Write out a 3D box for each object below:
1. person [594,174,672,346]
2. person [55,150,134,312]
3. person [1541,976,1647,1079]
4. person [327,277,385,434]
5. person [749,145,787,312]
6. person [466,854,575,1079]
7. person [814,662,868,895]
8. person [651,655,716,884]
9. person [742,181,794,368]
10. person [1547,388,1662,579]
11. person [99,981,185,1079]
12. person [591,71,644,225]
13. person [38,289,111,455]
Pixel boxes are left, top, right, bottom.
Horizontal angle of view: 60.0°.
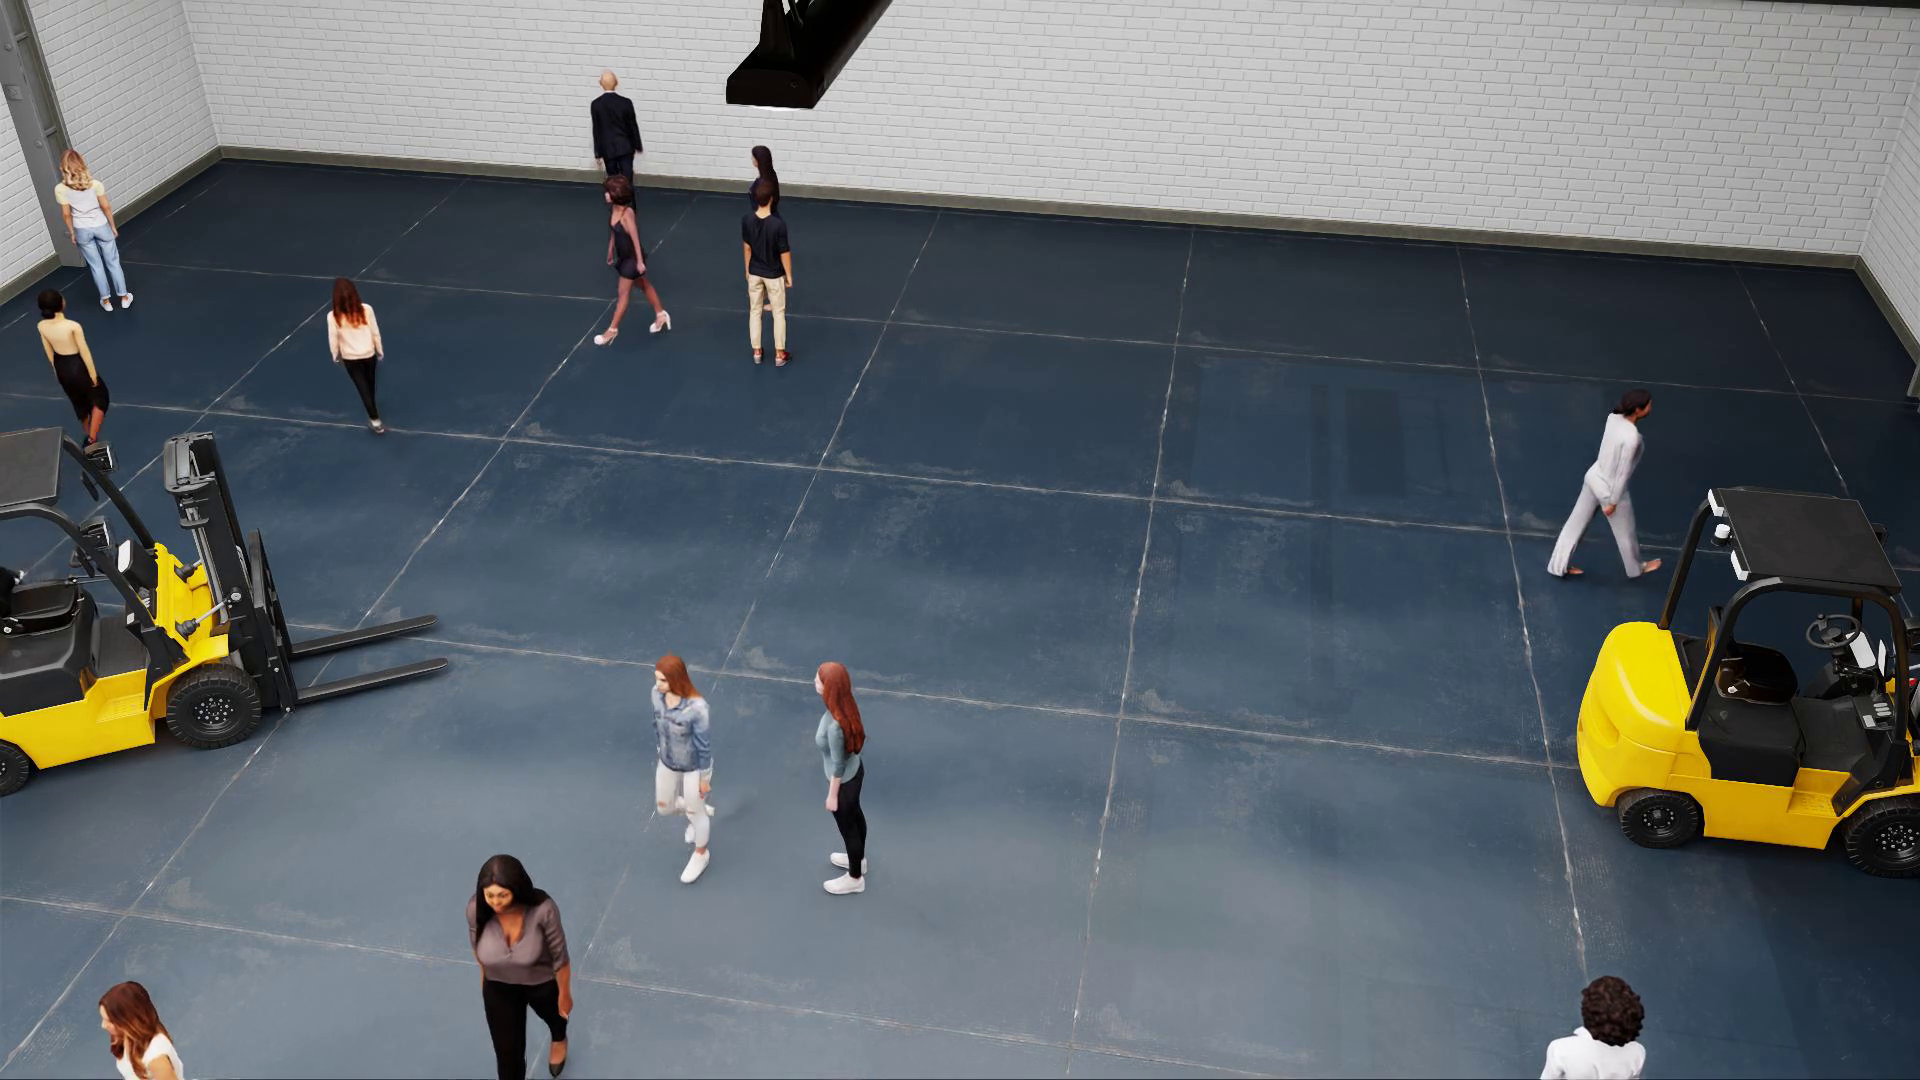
[{"bbox_3d":[-3.195,-2.797,16.582,1.066,1.744,1.063,-18,38,-25],"label":"person"},{"bbox_3d":[-8.965,-3.197,17.203,0.711,1.723,0.741,-16,37,-22],"label":"person"},{"bbox_3d":[3.005,2.805,8.094,0.666,1.810,0.631,0,34,0],"label":"person"},{"bbox_3d":[-5.454,-1.648,15.125,0.939,1.444,1.017,-19,38,-26],"label":"person"},{"bbox_3d":[-1.975,-3.228,17.211,0.651,1.765,0.476,8,34,12],"label":"person"},{"bbox_3d":[-2.292,2.297,8.867,0.849,1.801,1.170,-2,34,-3],"label":"person"},{"bbox_3d":[-0.717,1.459,10.180,0.640,1.742,0.446,5,34,8],"label":"person"},{"bbox_3d":[-1.663,1.358,10.379,0.739,1.690,0.825,17,37,23],"label":"person"},{"bbox_3d":[-1.884,-2.574,16.149,0.640,1.851,0.544,8,34,11],"label":"person"},{"bbox_3d":[4.989,-0.406,13.029,0.910,1.694,1.102,-4,34,-6],"label":"person"},{"bbox_3d":[-3.775,2.772,8.175,0.793,1.776,0.746,-29,43,-36],"label":"person"},{"bbox_3d":[-3.901,-4.419,19.014,0.941,1.754,1.250,-5,34,-7],"label":"person"},{"bbox_3d":[-7.788,-1.397,14.567,0.610,1.643,0.736,2,34,3],"label":"person"}]
